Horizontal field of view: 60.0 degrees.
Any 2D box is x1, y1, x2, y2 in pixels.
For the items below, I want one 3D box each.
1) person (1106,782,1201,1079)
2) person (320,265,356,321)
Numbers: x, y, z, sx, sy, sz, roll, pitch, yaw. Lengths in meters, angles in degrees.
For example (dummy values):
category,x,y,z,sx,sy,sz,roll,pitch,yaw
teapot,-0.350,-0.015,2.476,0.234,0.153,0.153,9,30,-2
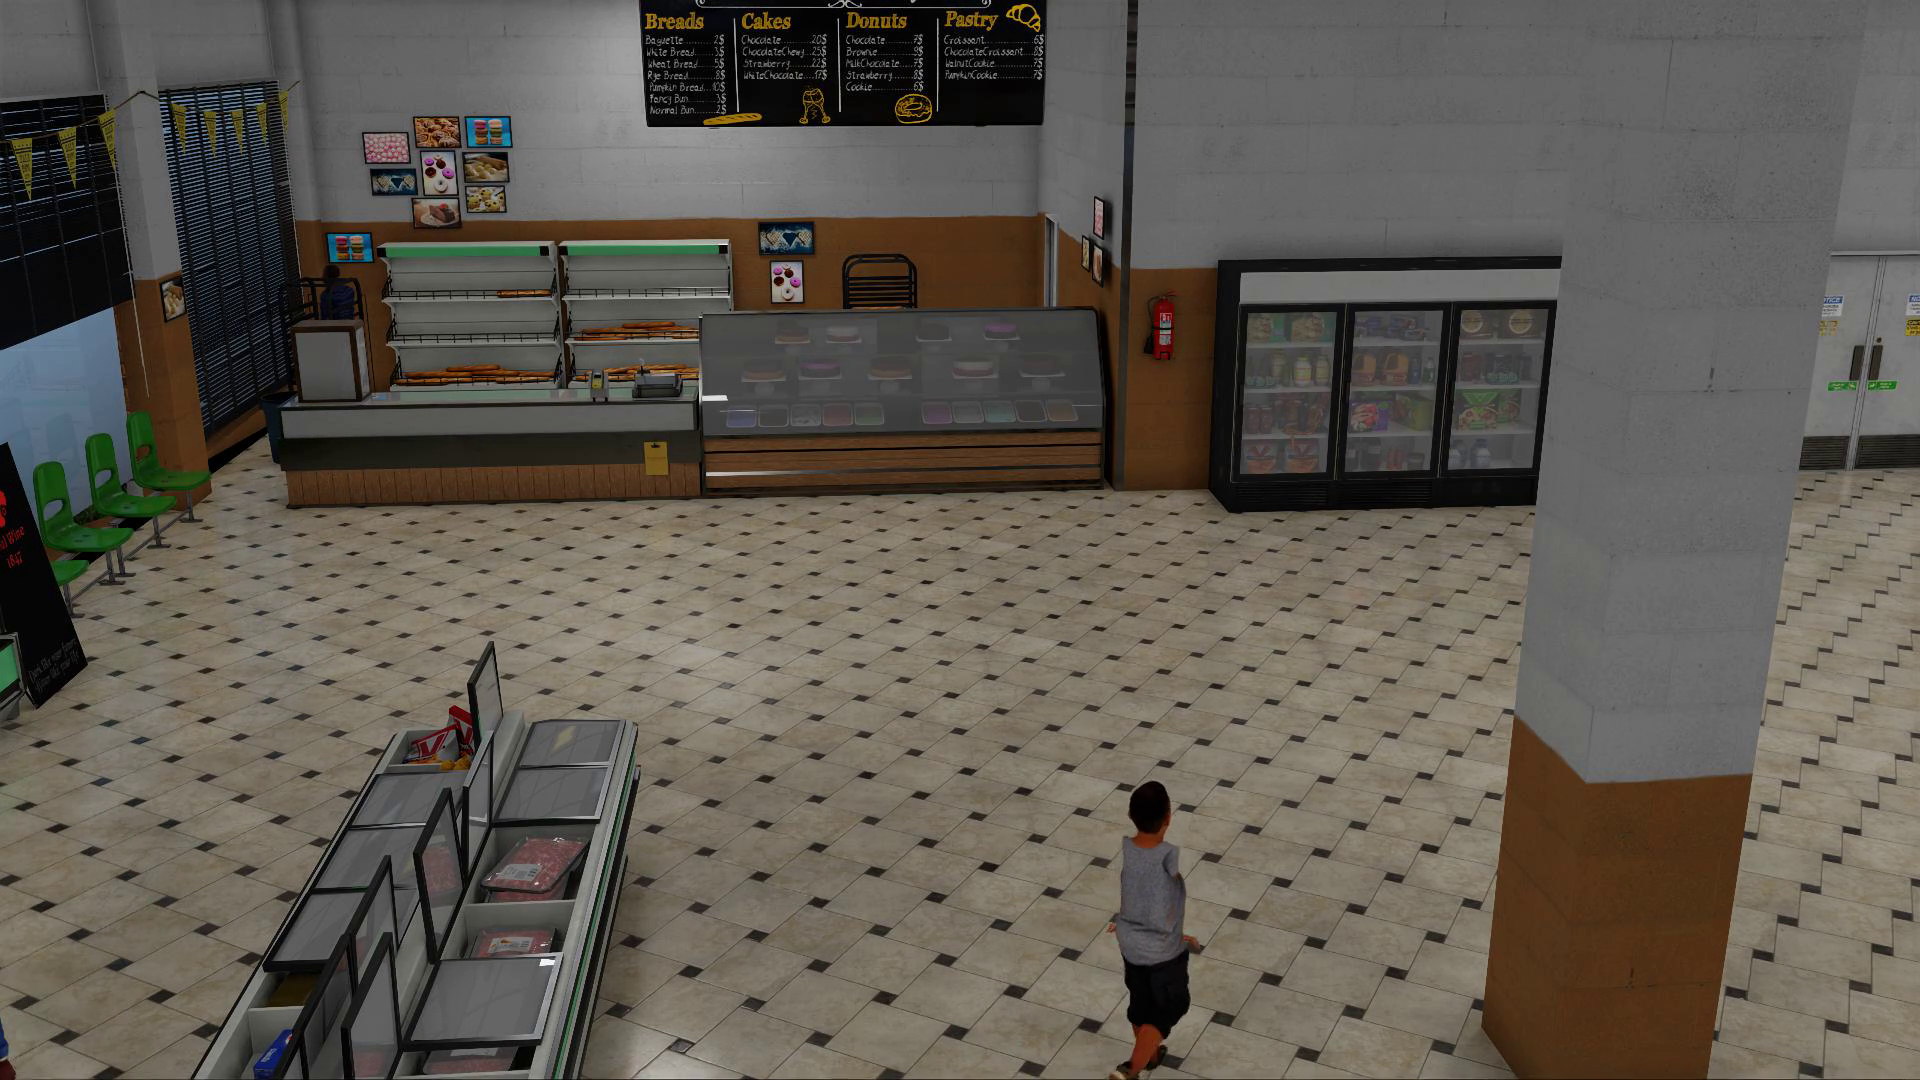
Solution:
category,x,y,z,sx,sy,sz,roll,pitch,yaw
person,0.801,1.682,7.078,0.866,1.443,0.992,9,19,26
person,-7.375,-2.367,19.754,0.826,1.824,0.707,6,18,20
